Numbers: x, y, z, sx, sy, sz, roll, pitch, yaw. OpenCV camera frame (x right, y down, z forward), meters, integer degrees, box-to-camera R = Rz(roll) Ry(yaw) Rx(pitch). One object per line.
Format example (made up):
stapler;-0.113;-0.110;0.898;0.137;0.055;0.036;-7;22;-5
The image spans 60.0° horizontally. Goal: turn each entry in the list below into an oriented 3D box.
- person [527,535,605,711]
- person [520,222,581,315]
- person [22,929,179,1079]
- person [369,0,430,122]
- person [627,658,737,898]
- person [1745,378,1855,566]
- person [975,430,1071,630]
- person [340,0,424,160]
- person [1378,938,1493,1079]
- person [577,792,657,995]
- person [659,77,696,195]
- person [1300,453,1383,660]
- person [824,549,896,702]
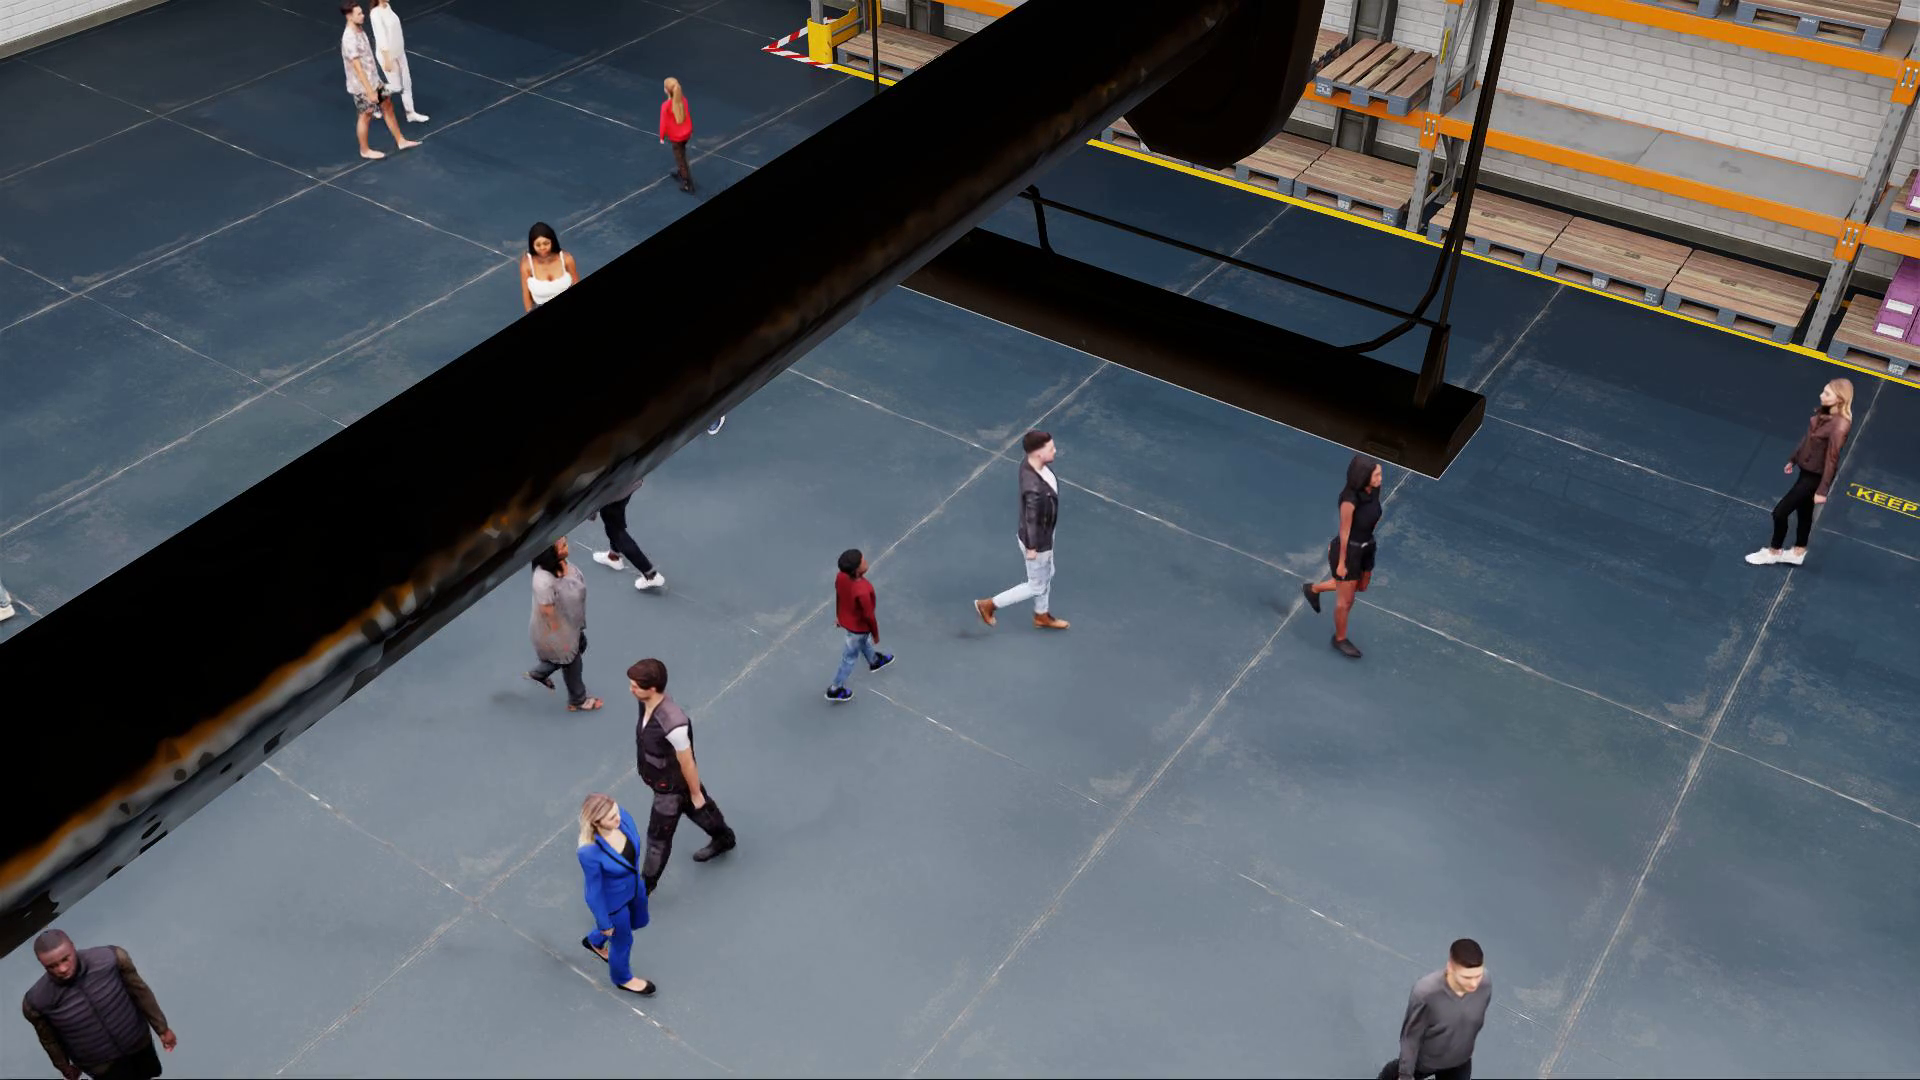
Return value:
person;-2.834;0.560;11.457;0.919;1.590;0.850;-3;39;-4
person;-3.530;-1.988;14.505;1.067;1.768;1.199;-11;40;-13
person;-4.459;2.596;8.737;1.185;1.804;0.821;31;48;33
person;-6.600;-5.575;19.075;1.014;1.672;0.874;2;39;3
person;-1.687;1.411;10.223;1.037;1.802;1.196;-21;43;-25
person;6.589;-0.480;12.680;0.807;1.689;0.763;8;39;10
person;0.479;-0.026;12.009;1.080;1.818;0.966;0;39;0
person;-6.656;-5.056;18.326;1.068;1.795;0.983;-1;39;-2
person;2.465;2.636;8.760;1.115;1.713;1.206;-8;39;-10
person;-2.065;2.018;9.555;0.857;1.685;0.792;12;40;15
person;-2.975;-4.319;17.824;0.715;1.269;0.551;29;47;31
person;2.740;0.076;11.958;0.895;1.723;0.656;30;47;32
person;-0.783;0.605;11.683;0.756;1.237;0.880;-24;45;-27
